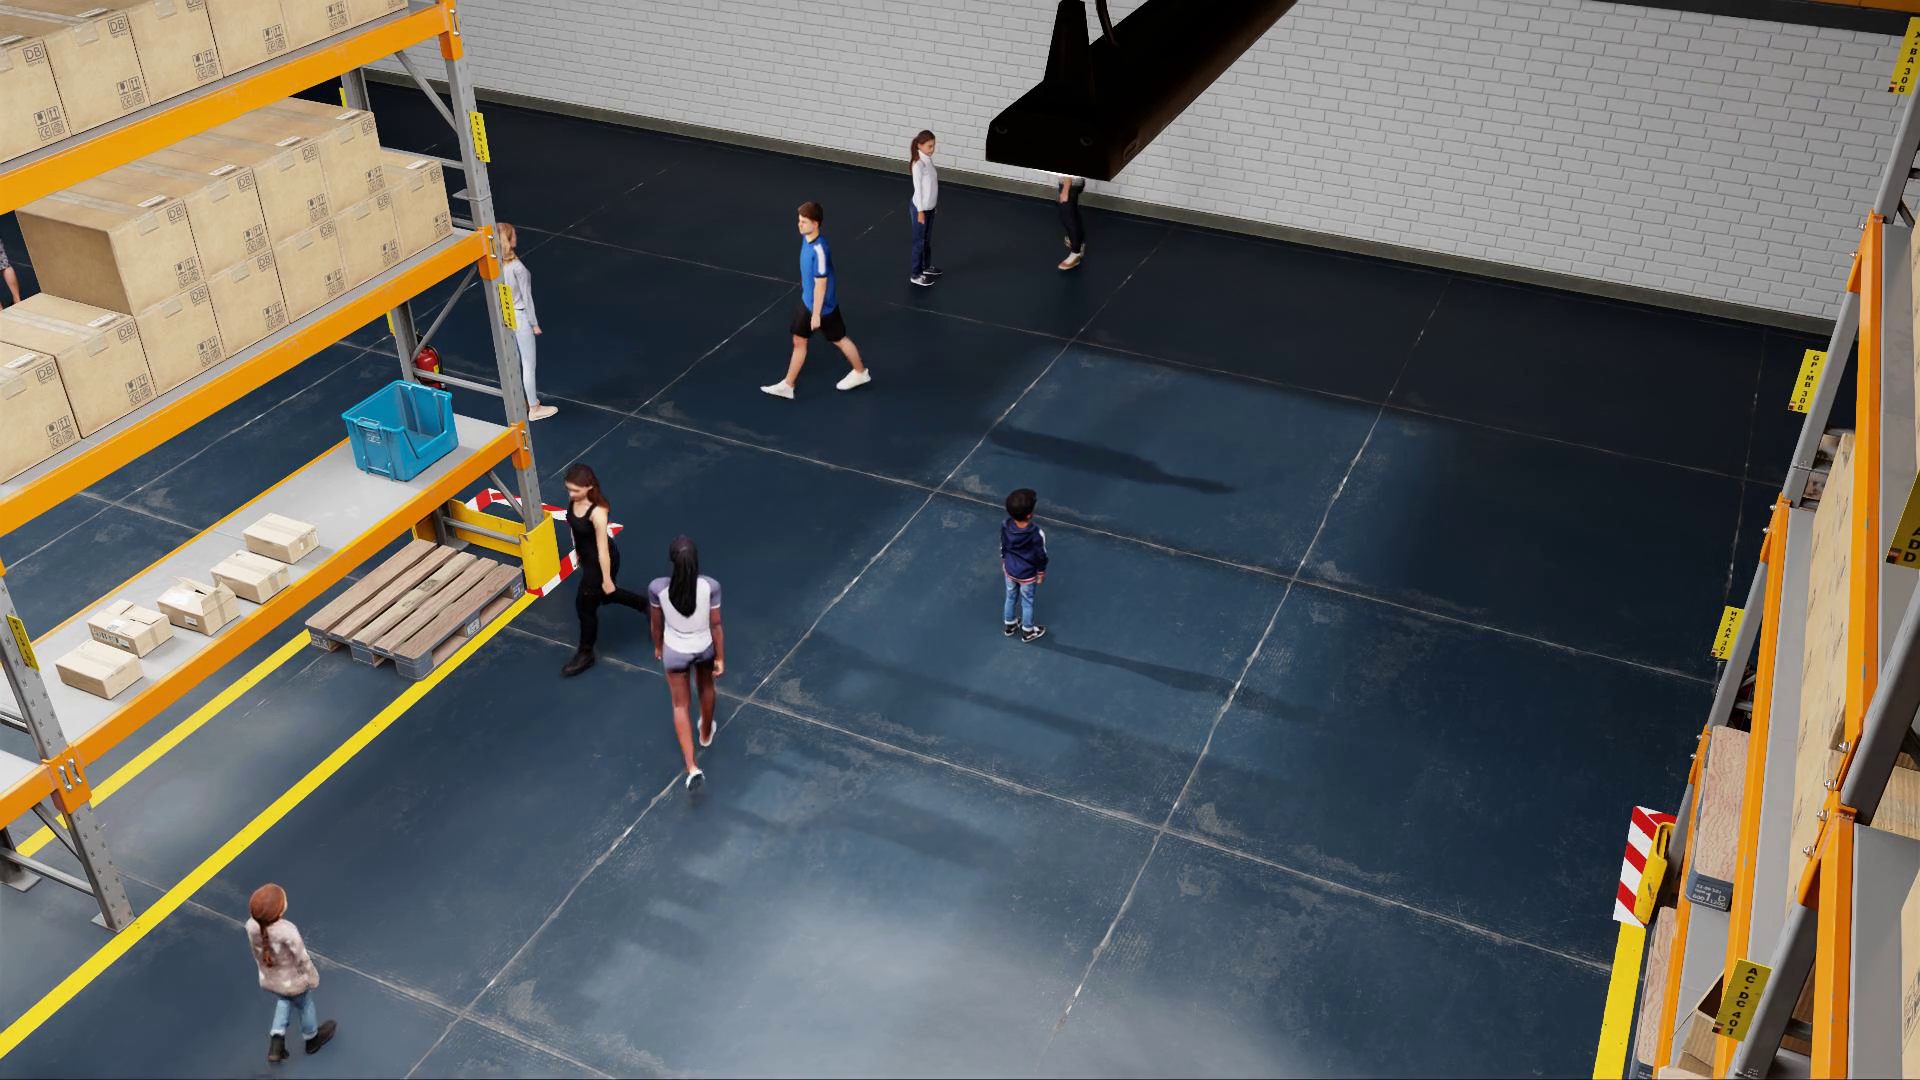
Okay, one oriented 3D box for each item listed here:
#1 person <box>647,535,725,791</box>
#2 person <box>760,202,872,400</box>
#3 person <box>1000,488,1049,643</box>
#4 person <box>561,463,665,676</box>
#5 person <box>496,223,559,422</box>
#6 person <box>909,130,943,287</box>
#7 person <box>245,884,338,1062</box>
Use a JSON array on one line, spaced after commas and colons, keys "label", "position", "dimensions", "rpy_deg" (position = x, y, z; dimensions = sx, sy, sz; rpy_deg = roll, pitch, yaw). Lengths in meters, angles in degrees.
[{"label": "person", "position": [-1.680, 0.769, 10.340], "dimensions": [1.011, 1.697, 1.148], "rpy_deg": [-6, 34, -9]}, {"label": "person", "position": [-1.138, -2.073, 14.505], "dimensions": [1.329, 1.819, 1.181], "rpy_deg": [-16, 37, -23]}, {"label": "person", "position": [0.429, 0.170, 11.671], "dimensions": [0.548, 1.221, 0.531], "rpy_deg": [22, 39, 29]}, {"label": "person", "position": [-2.399, 0.141, 11.326], "dimensions": [1.156, 1.651, 0.945], "rpy_deg": [-20, 39, -28]}, {"label": "person", "position": [-3.783, -1.870, 14.221], "dimensions": [0.638, 1.796, 0.596], "rpy_deg": [24, 41, 32]}, {"label": "person", "position": [-0.374, -3.351, 16.664], "dimensions": [0.609, 1.558, 0.478], "rpy_deg": [11, 35, 16]}, {"label": "person", "position": [-3.506, 2.259, 8.559], "dimensions": [0.531, 1.186, 0.658], "rpy_deg": [10, 35, 15]}]
